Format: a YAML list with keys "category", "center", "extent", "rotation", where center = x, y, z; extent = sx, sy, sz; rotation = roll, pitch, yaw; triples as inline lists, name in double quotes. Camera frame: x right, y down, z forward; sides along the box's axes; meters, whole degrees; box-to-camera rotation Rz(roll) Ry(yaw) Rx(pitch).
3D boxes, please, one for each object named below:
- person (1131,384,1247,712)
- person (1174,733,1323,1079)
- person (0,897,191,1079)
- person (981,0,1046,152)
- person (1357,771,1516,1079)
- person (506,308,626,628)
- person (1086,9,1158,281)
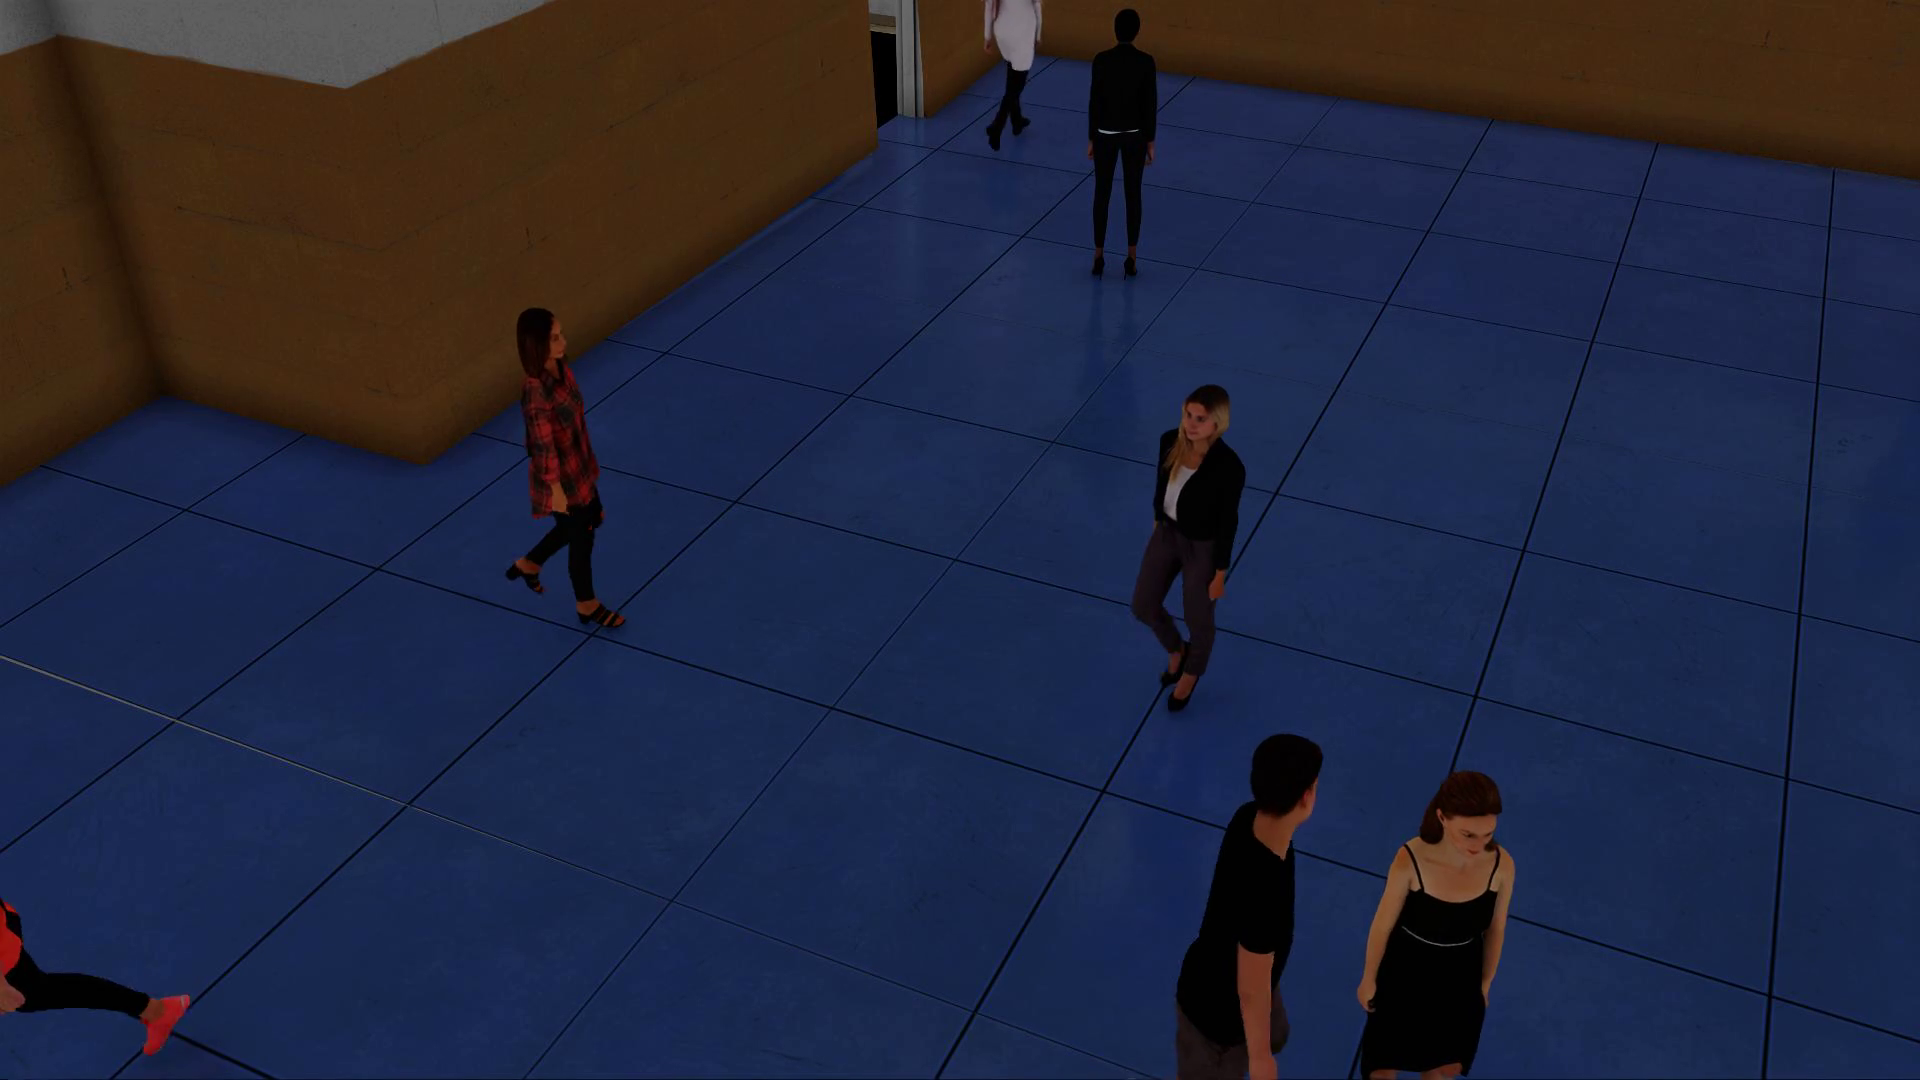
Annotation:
- category: "person"
  center: [1.054, 0.032, 7.247]
  extent: [0.758, 1.661, 0.631]
  rotation: [-29, 43, -36]
- category: "person"
  center: [0.780, 1.365, 5.089]
  extent: [0.649, 1.831, 0.751]
  rotation: [14, 36, 21]
- category: "person"
  center: [-3.056, 1.295, 5.342]
  extent: [1.040, 1.667, 1.122]
  rotation: [-20, 39, -27]
- category: "person"
  center: [0.404, -3.945, 13.126]
  extent: [1.103, 1.770, 0.702]
  rotation: [13, 36, 18]
- category: "person"
  center: [1.479, 1.350, 5.301]
  extent: [0.637, 1.621, 0.735]
  rotation: [0, 34, 0]
- category: "person"
  center: [-1.916, -0.309, 7.732]
  extent: [0.905, 1.691, 0.783]
  rotation: [1, 34, 2]
- category: "person"
  center: [1.065, -2.618, 11.074]
  extent: [0.558, 1.834, 0.725]
  rotation: [4, 34, 6]
